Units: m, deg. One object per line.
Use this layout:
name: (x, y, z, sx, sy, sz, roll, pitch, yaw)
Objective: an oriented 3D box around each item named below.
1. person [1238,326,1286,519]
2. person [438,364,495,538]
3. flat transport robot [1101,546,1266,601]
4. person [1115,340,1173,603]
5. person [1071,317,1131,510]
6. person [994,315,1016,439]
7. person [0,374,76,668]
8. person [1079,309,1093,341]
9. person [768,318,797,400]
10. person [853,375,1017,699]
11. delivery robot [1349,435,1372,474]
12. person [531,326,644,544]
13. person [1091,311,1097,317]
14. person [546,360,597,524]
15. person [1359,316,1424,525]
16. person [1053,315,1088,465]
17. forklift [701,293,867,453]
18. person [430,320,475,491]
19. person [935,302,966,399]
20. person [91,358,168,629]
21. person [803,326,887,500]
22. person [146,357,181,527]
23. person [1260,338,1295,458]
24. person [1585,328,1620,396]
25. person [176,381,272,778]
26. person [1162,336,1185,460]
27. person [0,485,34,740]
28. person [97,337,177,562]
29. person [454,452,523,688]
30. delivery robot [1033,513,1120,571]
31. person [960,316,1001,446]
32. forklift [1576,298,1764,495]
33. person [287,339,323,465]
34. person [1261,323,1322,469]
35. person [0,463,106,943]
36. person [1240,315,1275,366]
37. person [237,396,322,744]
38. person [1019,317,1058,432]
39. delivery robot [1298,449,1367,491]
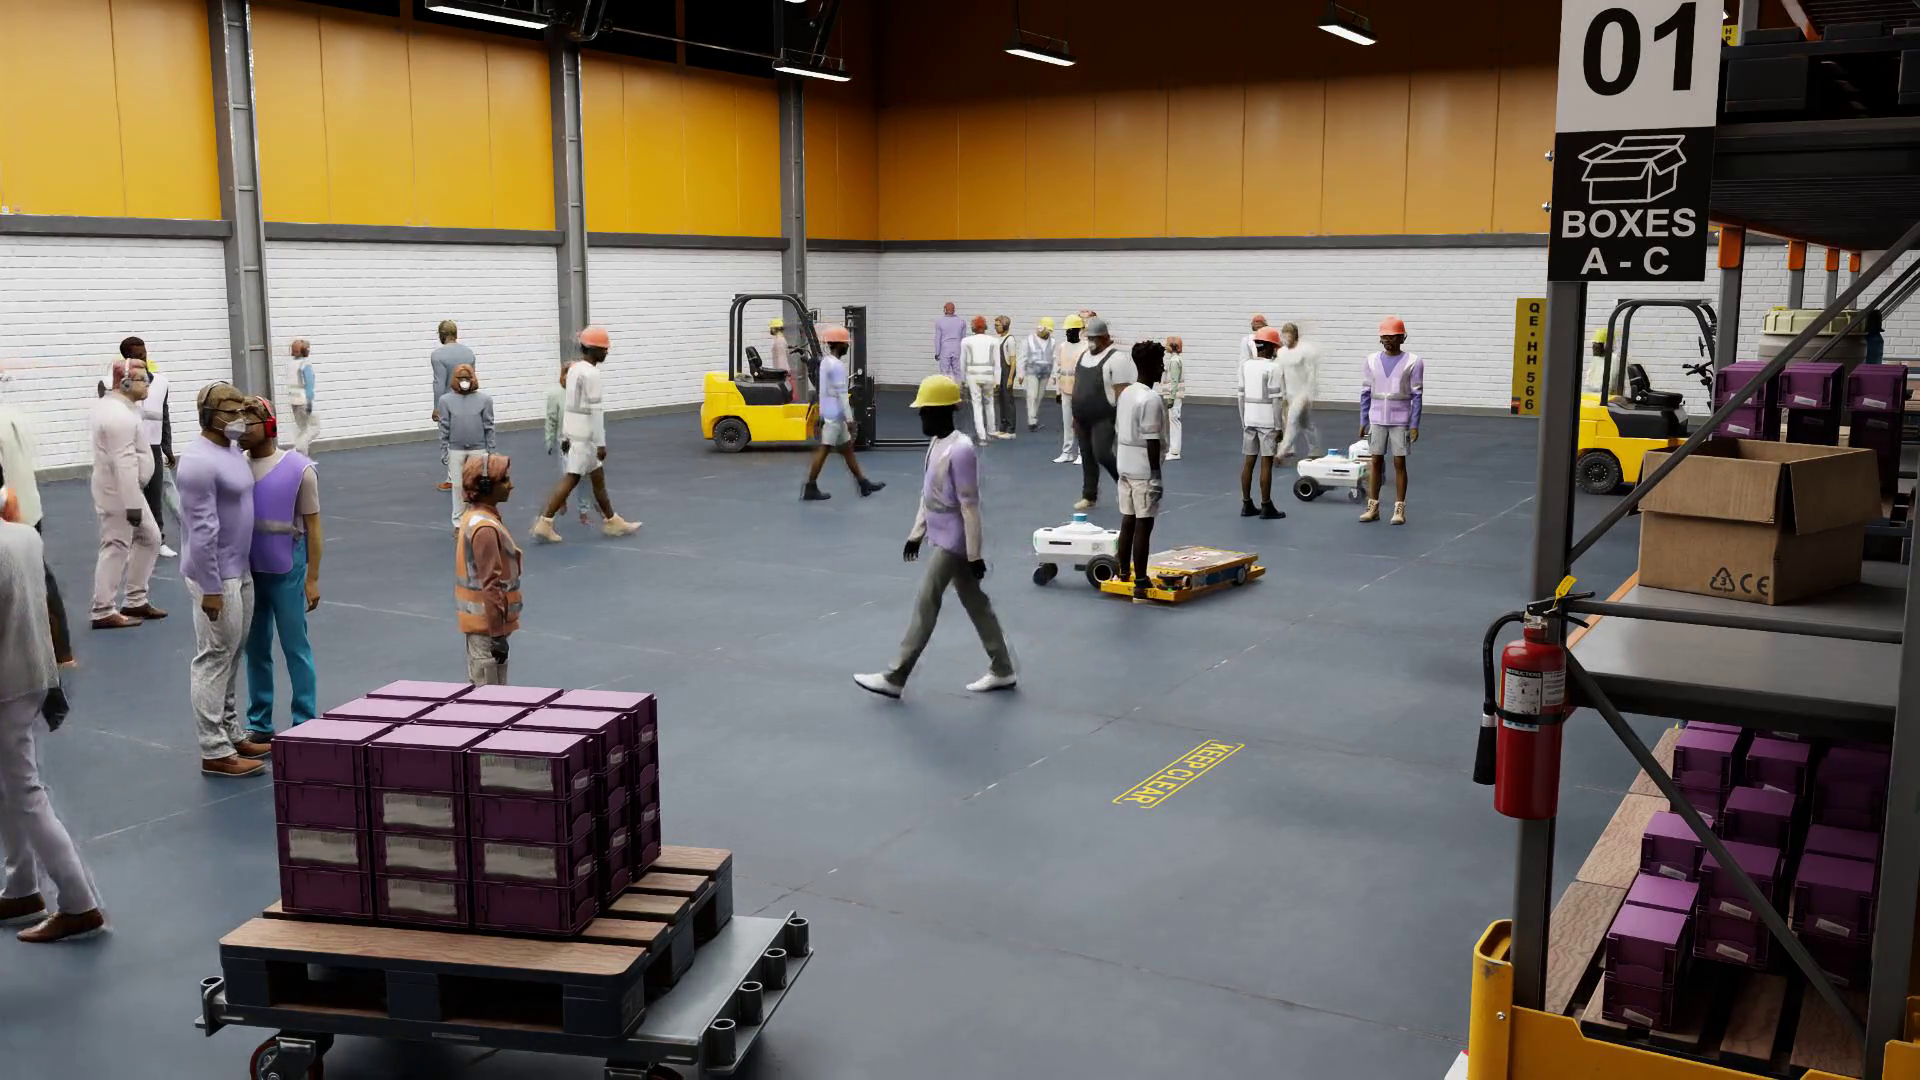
person: (3.045, -1.175, 16.703, 0.374, 1.928, 0.543, -7, 11, -36)
person: (-4.575, -0.824, 15.460, 0.502, 1.626, 0.279, -2, 9, -11)
flat transport robot: (1.764, 0.245, 13.000, 0.652, 0.197, 1.431, 7, 11, 37)
person: (1.366, -0.515, 12.462, 0.373, 1.966, 0.607, -3, 9, -16)
person: (1.431, -1.319, 17.256, 0.616, 2.000, 0.696, -7, 12, -39)
person: (0.663, -2.417, 24.723, 0.326, 1.842, 0.517, -4, 10, -21)
person: (-5.940, -0.136, 10.139, 0.913, 1.954, 0.643, -1, 9, -6)
person: (1.927, -2.645, 25.934, 0.642, 1.913, 0.410, 5, 10, 28)
person: (-3.031, -2.776, 27.339, 0.912, 1.712, 0.544, 1, 9, 4)
person: (-0.113, -0.014, 9.616, 1.003, 1.872, 0.592, -1, 9, -9)
delivery robot: (4.747, -0.987, 19.511, 0.477, 0.478, 0.707, 2, 9, 12)
person: (-3.486, -0.960, 15.229, 1.068, 1.990, 0.666, -5, 10, -28)
person: (2.153, -2.864, 27.517, 0.430, 1.843, 0.625, 6, 11, 34)
person: (-3.811, -0.970, 16.390, 0.522, 1.615, 0.419, -4, 10, -24)
person: (4.210, -1.170, 16.316, 0.615, 2.043, 0.373, 6, 11, 32)
person: (1.465, -1.933, 21.440, 0.592, 1.926, 0.365, 8, 12, 42)
forklift: (-2.458, -2.344, 23.176, 2.313, 2.155, 1.214, 0, 9, -2)
person: (-5.734, -1.520, 18.830, 0.354, 1.936, 0.635, 4, 10, 25)
person: (-0.199, -3.647, 32.195, 0.643, 1.911, 0.411, -3, 10, -21)
person: (-5.774, -0.317, 11.519, 0.623, 1.873, 0.664, -5, 10, -27)
person: (-1.284, -1.374, 18.073, 0.976, 1.881, 0.568, -3, 10, -17)
person: (-7.281, -0.805, 15.065, 0.512, 1.697, 0.865, 8, 12, 40)
person: (4.248, -1.880, 22.096, 0.450, 1.613, 0.520, 4, 10, 24)
person: (7.629, -1.640, 19.989, 0.752, 1.800, 0.587, -2, 9, -12)
person: (-3.619, 0.187, 8.179, 0.371, 1.936, 0.629, -1, 9, -9)
person: (2.813, -1.871, 21.938, 0.308, 1.645, 0.514, 1, 9, 7)
person: (-5.013, 0.268, 8.430, 0.533, 1.692, 0.319, -5, 11, -30)
person: (-7.055, -0.781, 14.287, 0.392, 1.916, 0.592, 7, 11, 37)
person: (-2.168, 0.414, 7.687, 0.307, 1.639, 0.525, -4, 10, -21)
delivery robot: (0.943, 0.034, 13.142, 0.707, 0.478, 0.477, 2, 9, 15)
person: (0.281, -2.299, 23.971, 0.576, 1.840, 0.917, -1, 9, -6)
forklift: (7.954, -1.589, 18.462, 2.313, 2.155, 1.214, 5, 11, 30)
person: (-8.374, -1.740, 21.181, 0.519, 1.629, 0.386, 7, 11, 37)
person: (4.247, -1.824, 21.088, 1.171, 1.827, 0.641, -5, 10, -29)
person: (-3.457, 0.576, 6.046, 0.593, 1.842, 0.530, -1, 9, -6)
person: (4.411, -2.371, 24.470, 0.607, 1.820, 0.956, 0, 9, 2)
person: (-3.520, 0.180, 8.500, 0.572, 1.843, 0.373, 2, 9, 13)
person: (1.253, -2.566, 25.871, 0.604, 1.774, 0.845, -4, 10, -25)
delivery robot: (4.027, -0.741, 17.980, 0.707, 0.478, 0.477, 4, 10, 23)
